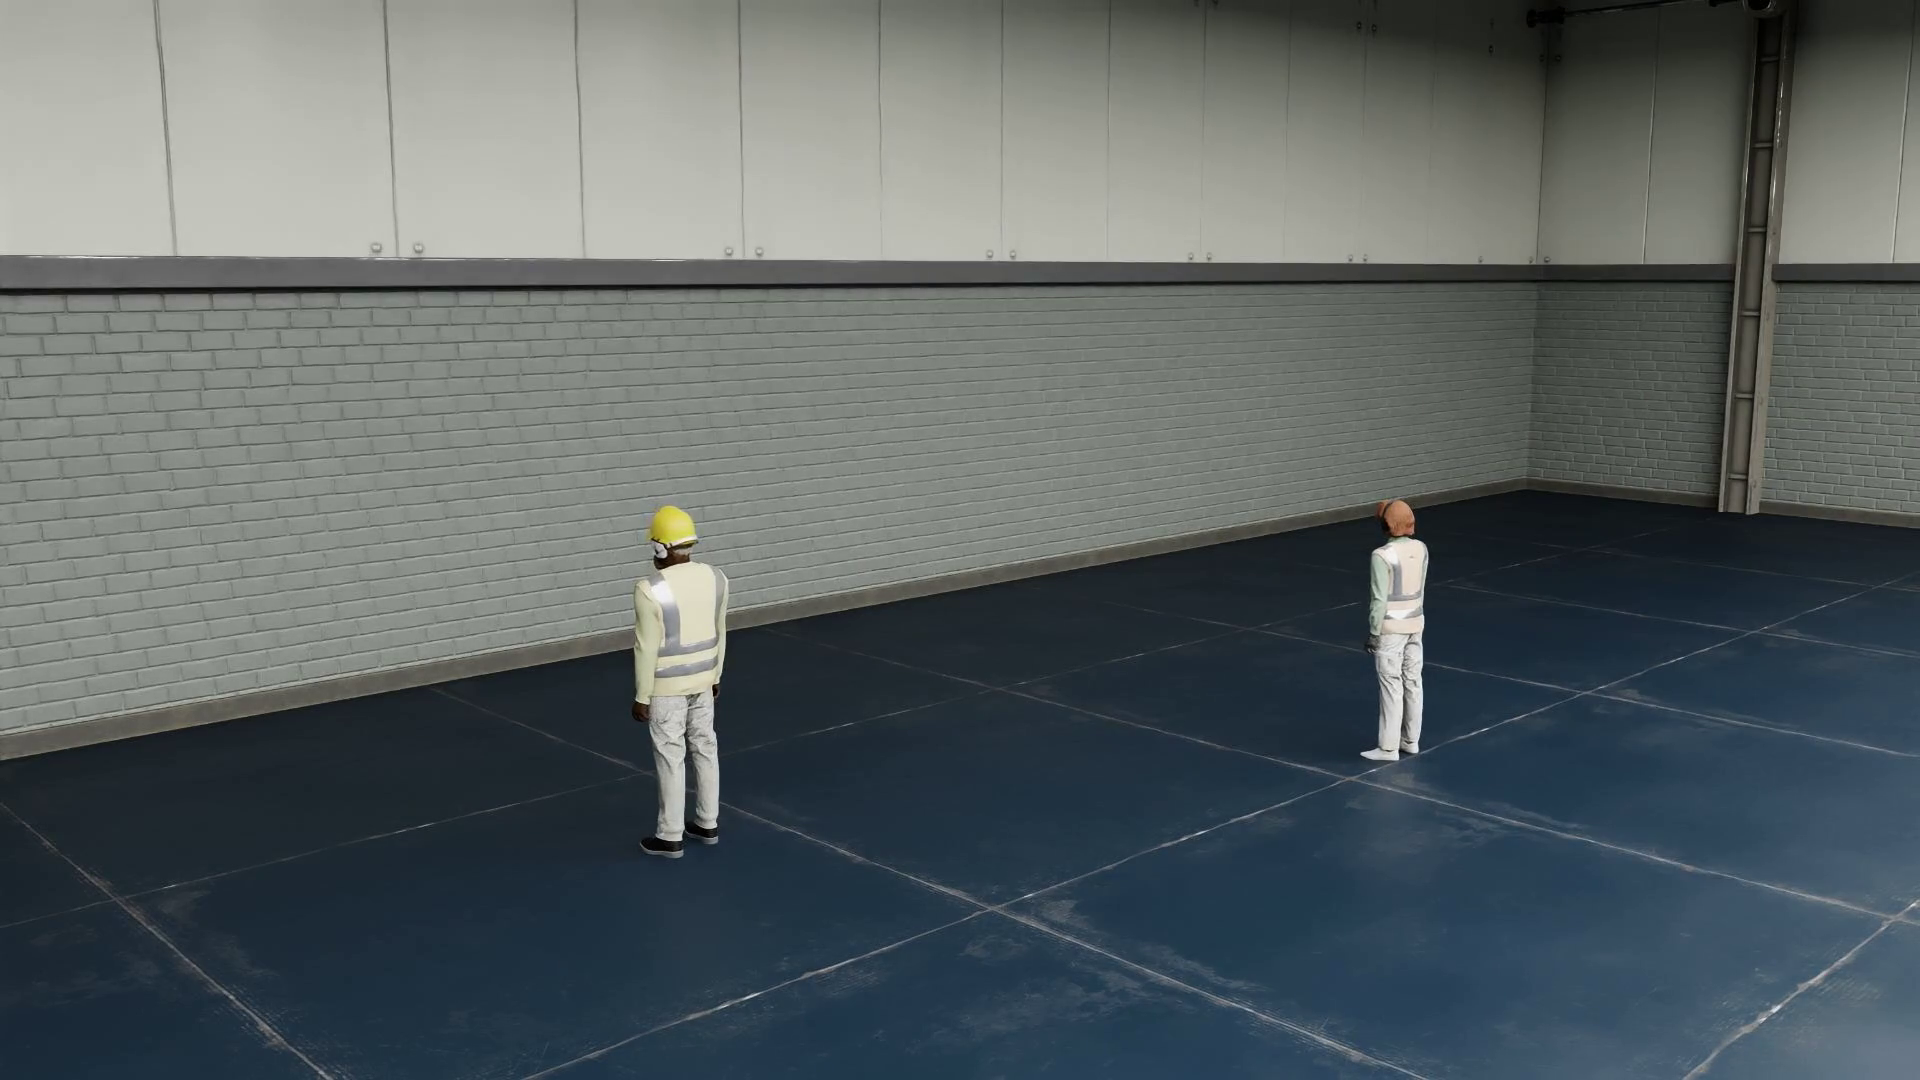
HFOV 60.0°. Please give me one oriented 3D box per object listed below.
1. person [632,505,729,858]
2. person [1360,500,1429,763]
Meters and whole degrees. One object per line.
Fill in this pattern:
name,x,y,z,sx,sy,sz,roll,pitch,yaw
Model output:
person,-1.474,0.732,8.669,0.404,1.833,0.590,7,12,38
person,2.701,0.566,10.310,0.515,1.636,0.315,-8,12,-39
